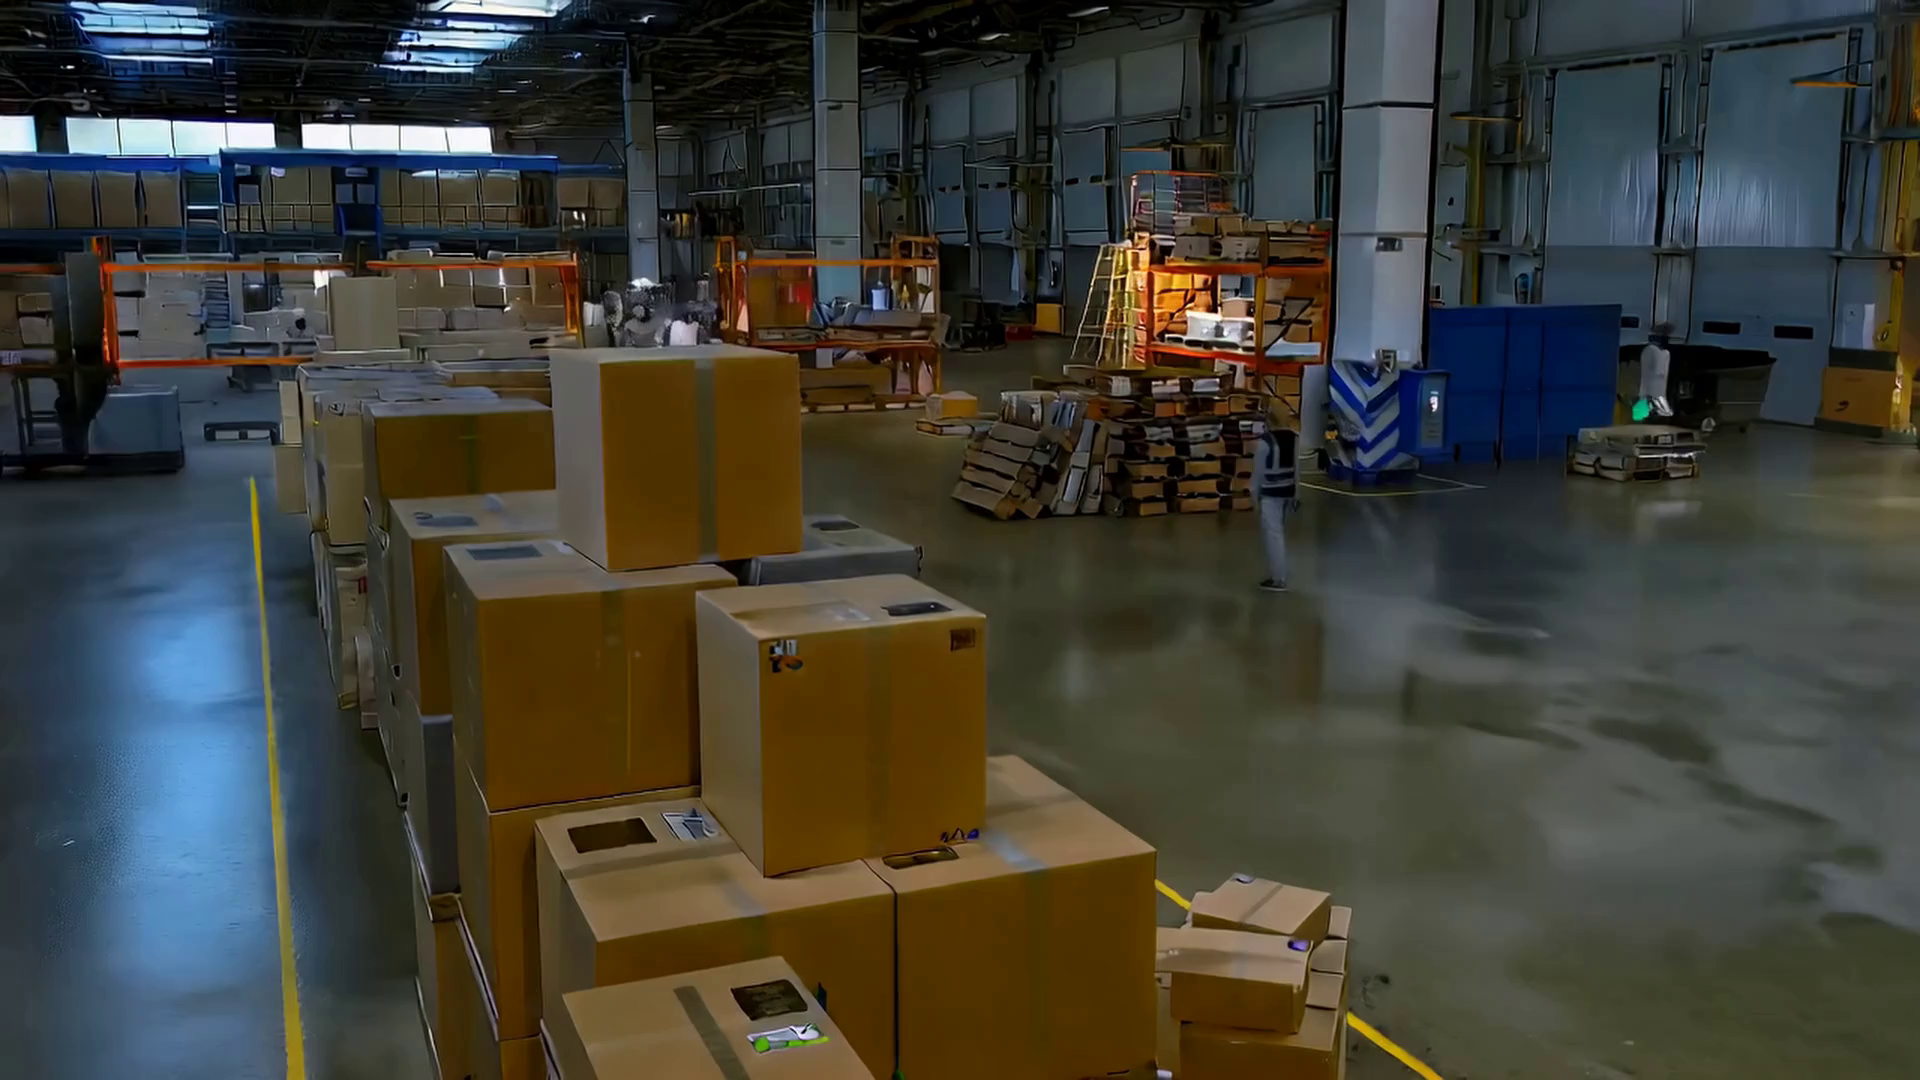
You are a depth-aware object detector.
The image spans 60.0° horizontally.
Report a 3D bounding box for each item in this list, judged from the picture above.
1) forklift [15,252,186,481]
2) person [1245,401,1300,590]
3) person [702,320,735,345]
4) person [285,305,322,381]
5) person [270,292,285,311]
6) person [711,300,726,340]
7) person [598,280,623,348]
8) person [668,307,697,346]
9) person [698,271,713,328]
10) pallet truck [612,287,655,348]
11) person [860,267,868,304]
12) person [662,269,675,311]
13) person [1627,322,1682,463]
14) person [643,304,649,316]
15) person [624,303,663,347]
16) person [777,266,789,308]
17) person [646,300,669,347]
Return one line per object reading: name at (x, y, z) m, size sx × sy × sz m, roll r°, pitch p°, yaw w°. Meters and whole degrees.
forklift at (-10.936, -2.237, 21.013) m, size 1.873 × 2.768 × 1.129 m, roll -4°, pitch 11°, yaw -23°
person at (2.674, -0.379, 14.248) m, size 0.517 × 1.624 × 0.440 m, roll -10°, pitch 14°, yaw -43°
person at (-3.484, -2.252, 23.969) m, size 0.551 × 1.834 × 0.432 m, roll -4°, pitch 11°, yaw -19°
person at (-10.635, -2.844, 26.995) m, size 0.594 × 1.922 × 0.385 m, roll -2°, pitch 11°, yaw -12°
person at (-14.592, -4.387, 35.700) m, size 0.326 × 1.861 × 0.498 m, roll 1°, pitch 10°, yaw 4°
person at (-5.034, -4.177, 34.877) m, size 0.376 × 1.728 × 0.510 m, roll -6°, pitch 12°, yaw -31°
person at (-9.246, -5.884, 43.765) m, size 0.666 × 1.911 × 0.725 m, roll 3°, pitch 11°, yaw 18°
person at (-4.899, -3.174, 29.156) m, size 0.682 × 1.822 × 0.714 m, roll 8°, pitch 13°, yaw 37°
person at (-8.463, -8.028, 55.608) m, size 0.710 × 1.900 × 0.605 m, roll -4°, pitch 11°, yaw -19°
pallet truck at (-6.464, -4.406, 35.401) m, size 0.823 × 1.965 × 1.885 m, roll 6°, pitch 12°, yaw 32°
person at (-3.774, -9.268, 62.426) m, size 0.629 × 1.924 × 0.888 m, roll -2°, pitch 10°, yaw -8°
person at (-11.610, -9.893, 66.196) m, size 0.617 × 1.809 × 0.941 m, roll 5°, pitch 11°, yaw 23°
person at (9.303, -1.991, 22.420) m, size 0.554 × 1.894 × 1.012 m, roll -4°, pitch 11°, yaw -22°
person at (-6.313, -3.902, 33.468) m, size 0.319 × 1.693 × 0.532 m, roll -2°, pitch 10°, yaw -9°
person at (-5.459, -3.151, 28.776) m, size 0.654 × 1.903 × 0.477 m, roll -2°, pitch 11°, yaw -13°
person at (-7.639, -10.909, 71.302) m, size 0.637 × 1.969 × 0.511 m, roll -4°, pitch 11°, yaw -21°
person at (-5.465, -3.358, 29.919) m, size 0.650 × 1.893 × 0.494 m, roll -8°, pitch 13°, yaw -36°
